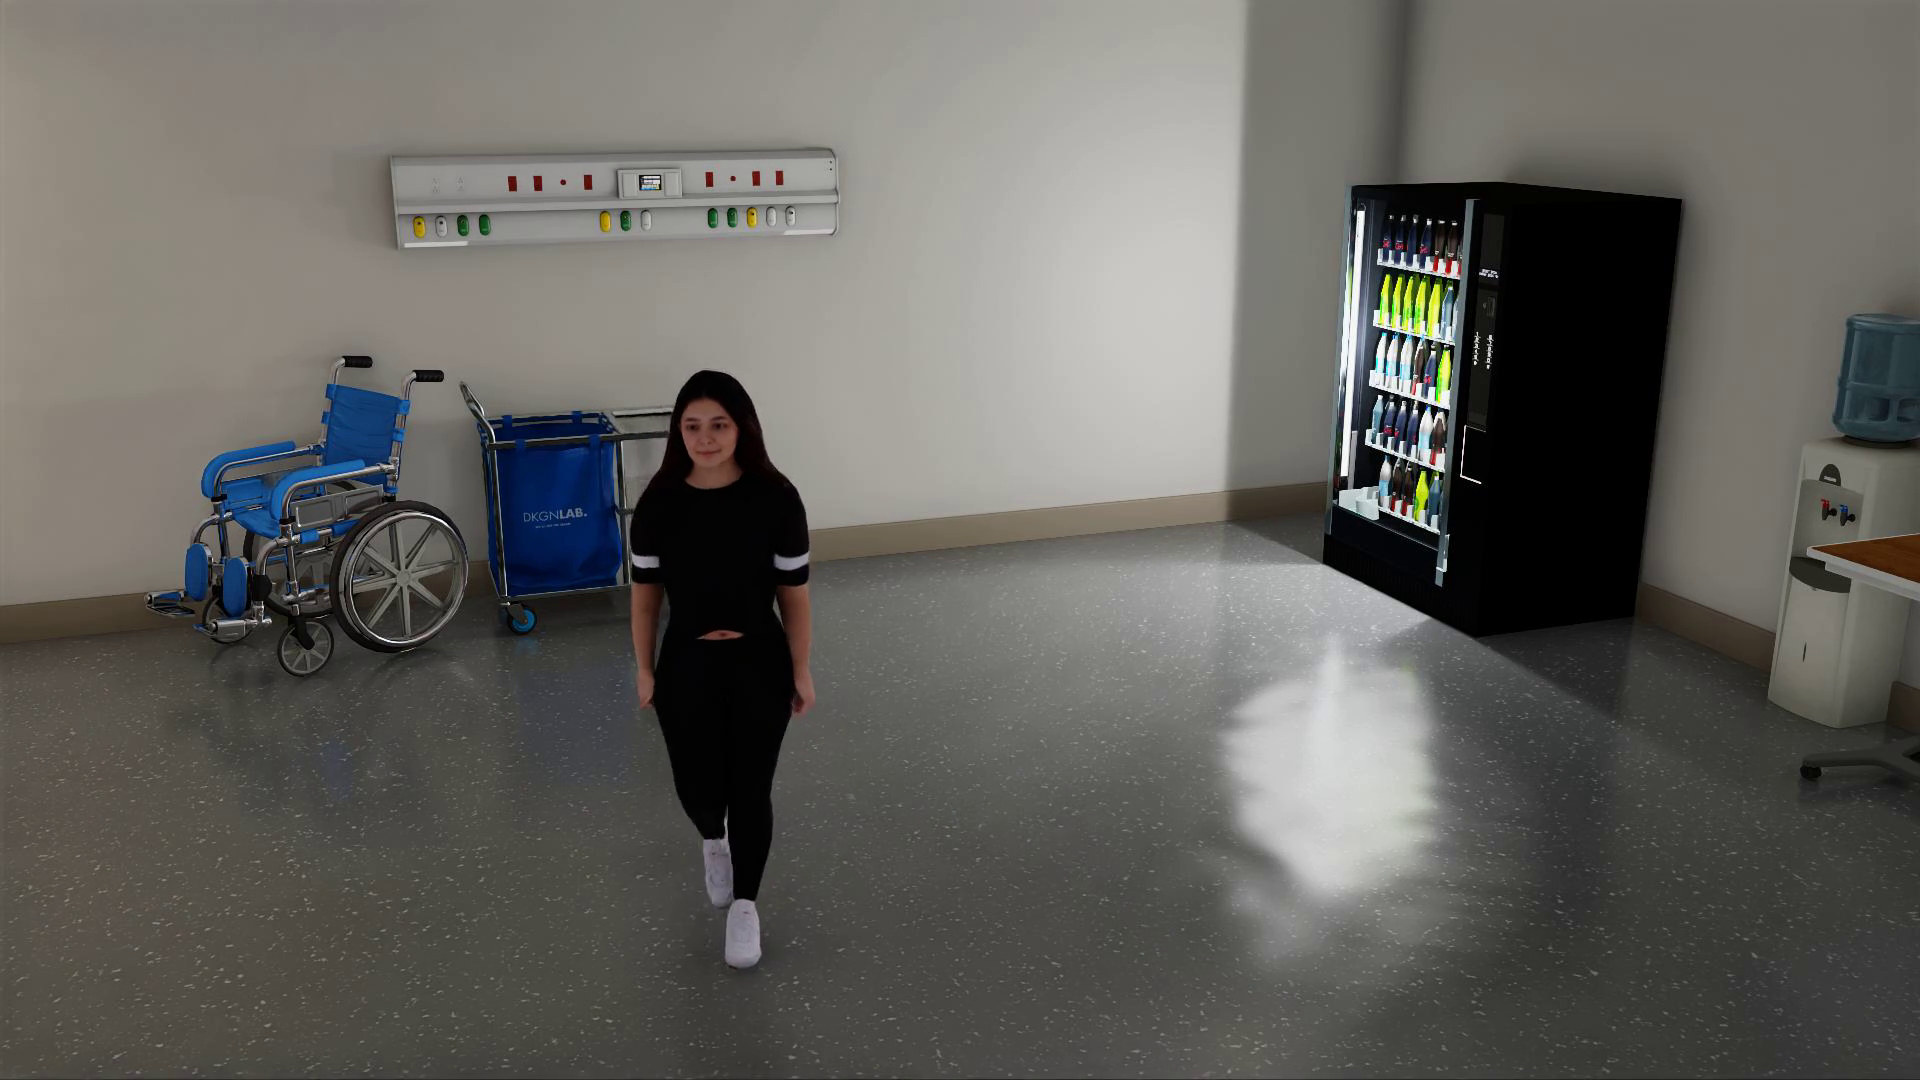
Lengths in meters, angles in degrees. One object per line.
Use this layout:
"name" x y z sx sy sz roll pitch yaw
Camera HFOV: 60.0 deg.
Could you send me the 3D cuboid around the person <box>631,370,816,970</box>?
"person" -0.625 0.325 4.478 0.701 1.623 0.793 -3 16 -10
